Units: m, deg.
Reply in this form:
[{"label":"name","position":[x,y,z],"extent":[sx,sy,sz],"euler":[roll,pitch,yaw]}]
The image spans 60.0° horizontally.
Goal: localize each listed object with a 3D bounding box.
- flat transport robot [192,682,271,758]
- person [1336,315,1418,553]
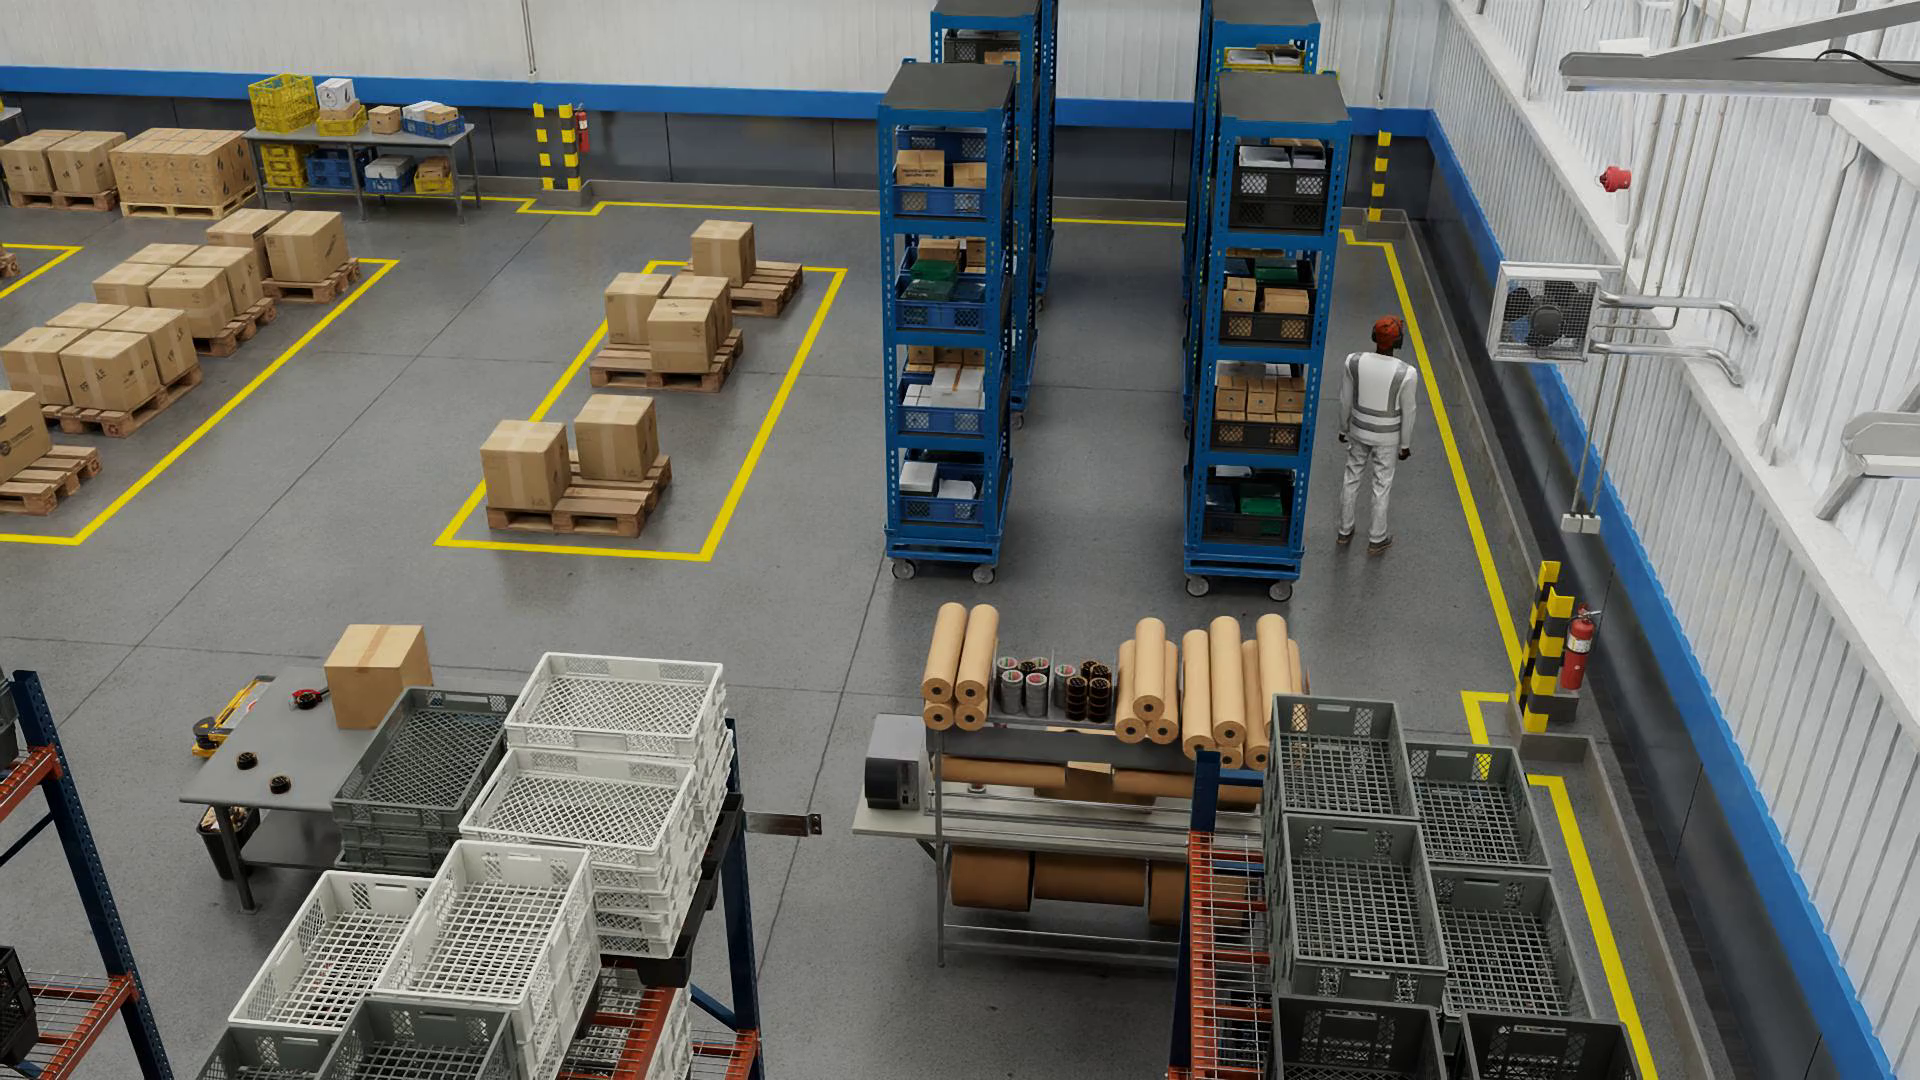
[{"label":"flat transport robot","position":[-4.089,1.163,10.648],"extent":[1.431,0.197,0.652],"euler":[3,30,6]},{"label":"person","position":[3.098,-0.786,12.420],"extent":[0.571,1.882,0.356],"euler":[18,35,29]}]
